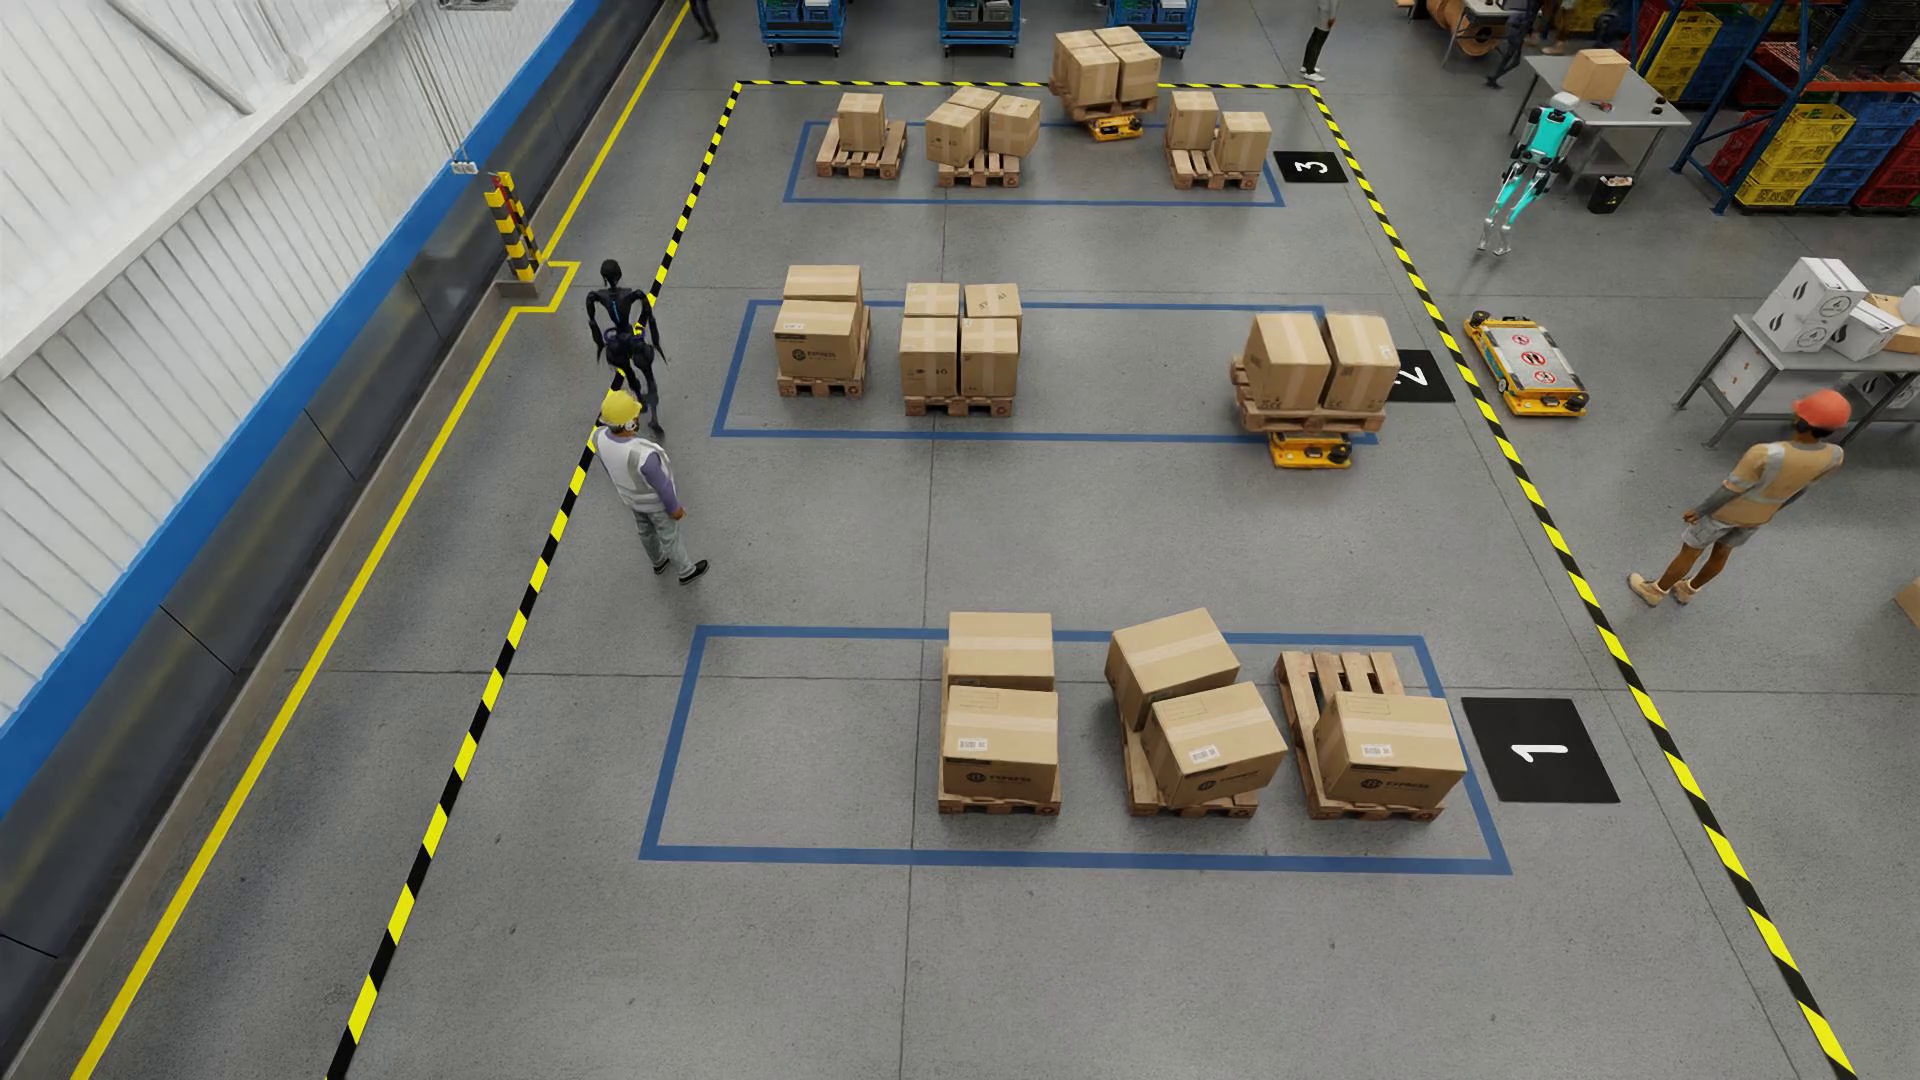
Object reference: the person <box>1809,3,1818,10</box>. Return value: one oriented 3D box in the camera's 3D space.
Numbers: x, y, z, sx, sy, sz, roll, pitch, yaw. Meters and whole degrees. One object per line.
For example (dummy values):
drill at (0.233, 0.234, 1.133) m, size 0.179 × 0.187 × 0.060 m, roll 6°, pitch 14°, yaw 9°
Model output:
person at (13.890, -9.323, 14.583) m, size 0.754 × 1.820 × 0.507 m, roll 24°, pitch 53°, yaw 20°

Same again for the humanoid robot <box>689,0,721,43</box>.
humanoid robot at (-4.032, -8.493, 13.959) m, size 0.609 × 1.642 × 0.423 m, roll 16°, pitch 51°, yaw 13°

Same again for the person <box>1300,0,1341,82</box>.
person at (5.273, -7.552, 13.023) m, size 0.401 × 1.852 × 0.589 m, roll 4°, pitch 49°, yaw 3°

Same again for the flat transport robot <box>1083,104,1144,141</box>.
flat transport robot at (1.961, -5.974, 12.686) m, size 0.652 × 0.197 × 1.431 m, roll -12°, pitch 50°, yaw -10°

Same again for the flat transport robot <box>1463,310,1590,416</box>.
flat transport robot at (5.573, -1.757, 9.054) m, size 0.659 × 0.231 × 1.431 m, roll 1°, pitch 49°, yaw 1°

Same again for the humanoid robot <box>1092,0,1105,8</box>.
humanoid robot at (2.192, -9.453, 14.736) m, size 0.552 × 1.722 × 0.994 m, roll -29°, pitch 55°, yaw -23°

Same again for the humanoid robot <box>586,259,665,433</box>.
humanoid robot at (-2.946, -1.683, 8.079) m, size 0.605 × 1.631 × 0.664 m, roll -8°, pitch 50°, yaw -7°

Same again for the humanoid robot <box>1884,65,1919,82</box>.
humanoid robot at (13.403, -7.092, 12.612) m, size 0.533 × 1.677 × 0.735 m, roll 26°, pitch 54°, yaw 21°

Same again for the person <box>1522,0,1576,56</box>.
person at (9.030, -8.326, 13.599) m, size 0.862 × 1.980 × 0.725 m, roll 33°, pitch 57°, yaw 25°

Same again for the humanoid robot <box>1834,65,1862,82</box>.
humanoid robot at (13.021, -7.406, 12.988) m, size 0.541 × 1.778 × 0.871 m, roll -10°, pitch 50°, yaw -8°

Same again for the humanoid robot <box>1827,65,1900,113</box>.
humanoid robot at (11.514, -5.857, 11.671) m, size 0.591 × 1.639 × 0.408 m, roll 14°, pitch 51°, yaw 12°

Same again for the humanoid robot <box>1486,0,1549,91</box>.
humanoid robot at (7.863, -7.138, 12.779) m, size 0.330 × 1.653 × 0.589 m, roll 29°, pitch 55°, yaw 23°

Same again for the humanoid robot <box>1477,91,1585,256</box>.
humanoid robot at (5.987, -3.823, 9.782) m, size 0.735 × 1.677 × 0.533 m, roll -36°, pitch 58°, yaw -27°

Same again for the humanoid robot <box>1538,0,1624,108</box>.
humanoid robot at (8.412, -6.412, 12.188) m, size 0.721 × 1.654 × 0.613 m, roll 28°, pitch 55°, yaw 22°

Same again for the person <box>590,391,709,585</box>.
person at (-2.306, -0.357, 6.808) m, size 0.585 × 1.832 × 0.403 m, roll 23°, pitch 53°, yaw 19°

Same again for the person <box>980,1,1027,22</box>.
person at (0.637, -9.041, 14.405) m, size 0.852 × 1.708 × 0.494 m, roll 2°, pitch 49°, yaw 2°

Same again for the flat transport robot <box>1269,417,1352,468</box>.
flat transport robot at (3.161, -1.239, 8.587) m, size 0.652 × 0.197 × 1.431 m, roll 1°, pitch 49°, yaw 1°

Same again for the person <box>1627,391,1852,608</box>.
person at (5.573, -0.238, 6.566) m, size 0.605 × 2.046 × 0.366 m, roll -1°, pitch 49°, yaw -1°
